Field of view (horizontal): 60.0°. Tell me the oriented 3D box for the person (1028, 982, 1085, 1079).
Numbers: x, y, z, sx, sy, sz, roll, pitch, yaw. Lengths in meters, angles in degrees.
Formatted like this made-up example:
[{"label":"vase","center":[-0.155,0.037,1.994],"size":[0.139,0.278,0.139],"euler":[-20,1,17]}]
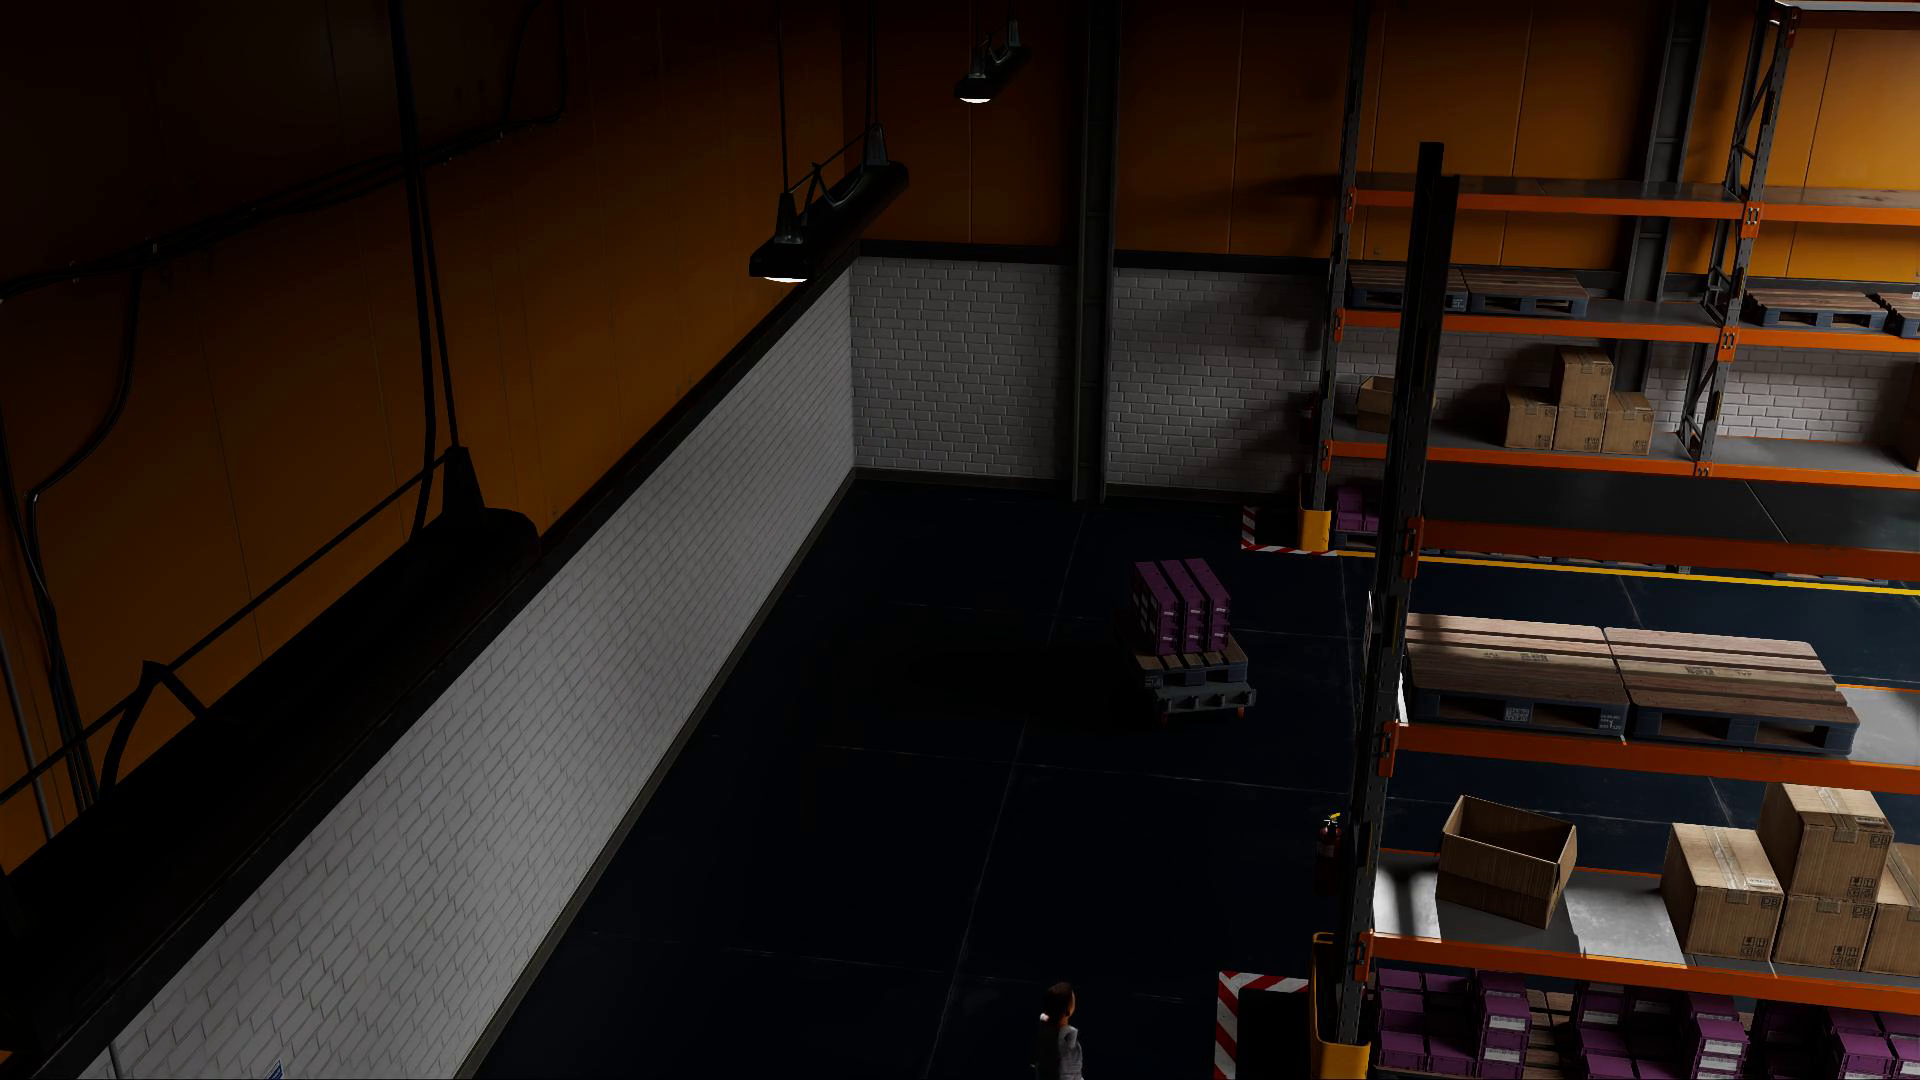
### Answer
[{"label":"person","center":[0.551,3.253,9.972],"size":[1.003,1.434,0.901],"euler":[15,28,31]}]
